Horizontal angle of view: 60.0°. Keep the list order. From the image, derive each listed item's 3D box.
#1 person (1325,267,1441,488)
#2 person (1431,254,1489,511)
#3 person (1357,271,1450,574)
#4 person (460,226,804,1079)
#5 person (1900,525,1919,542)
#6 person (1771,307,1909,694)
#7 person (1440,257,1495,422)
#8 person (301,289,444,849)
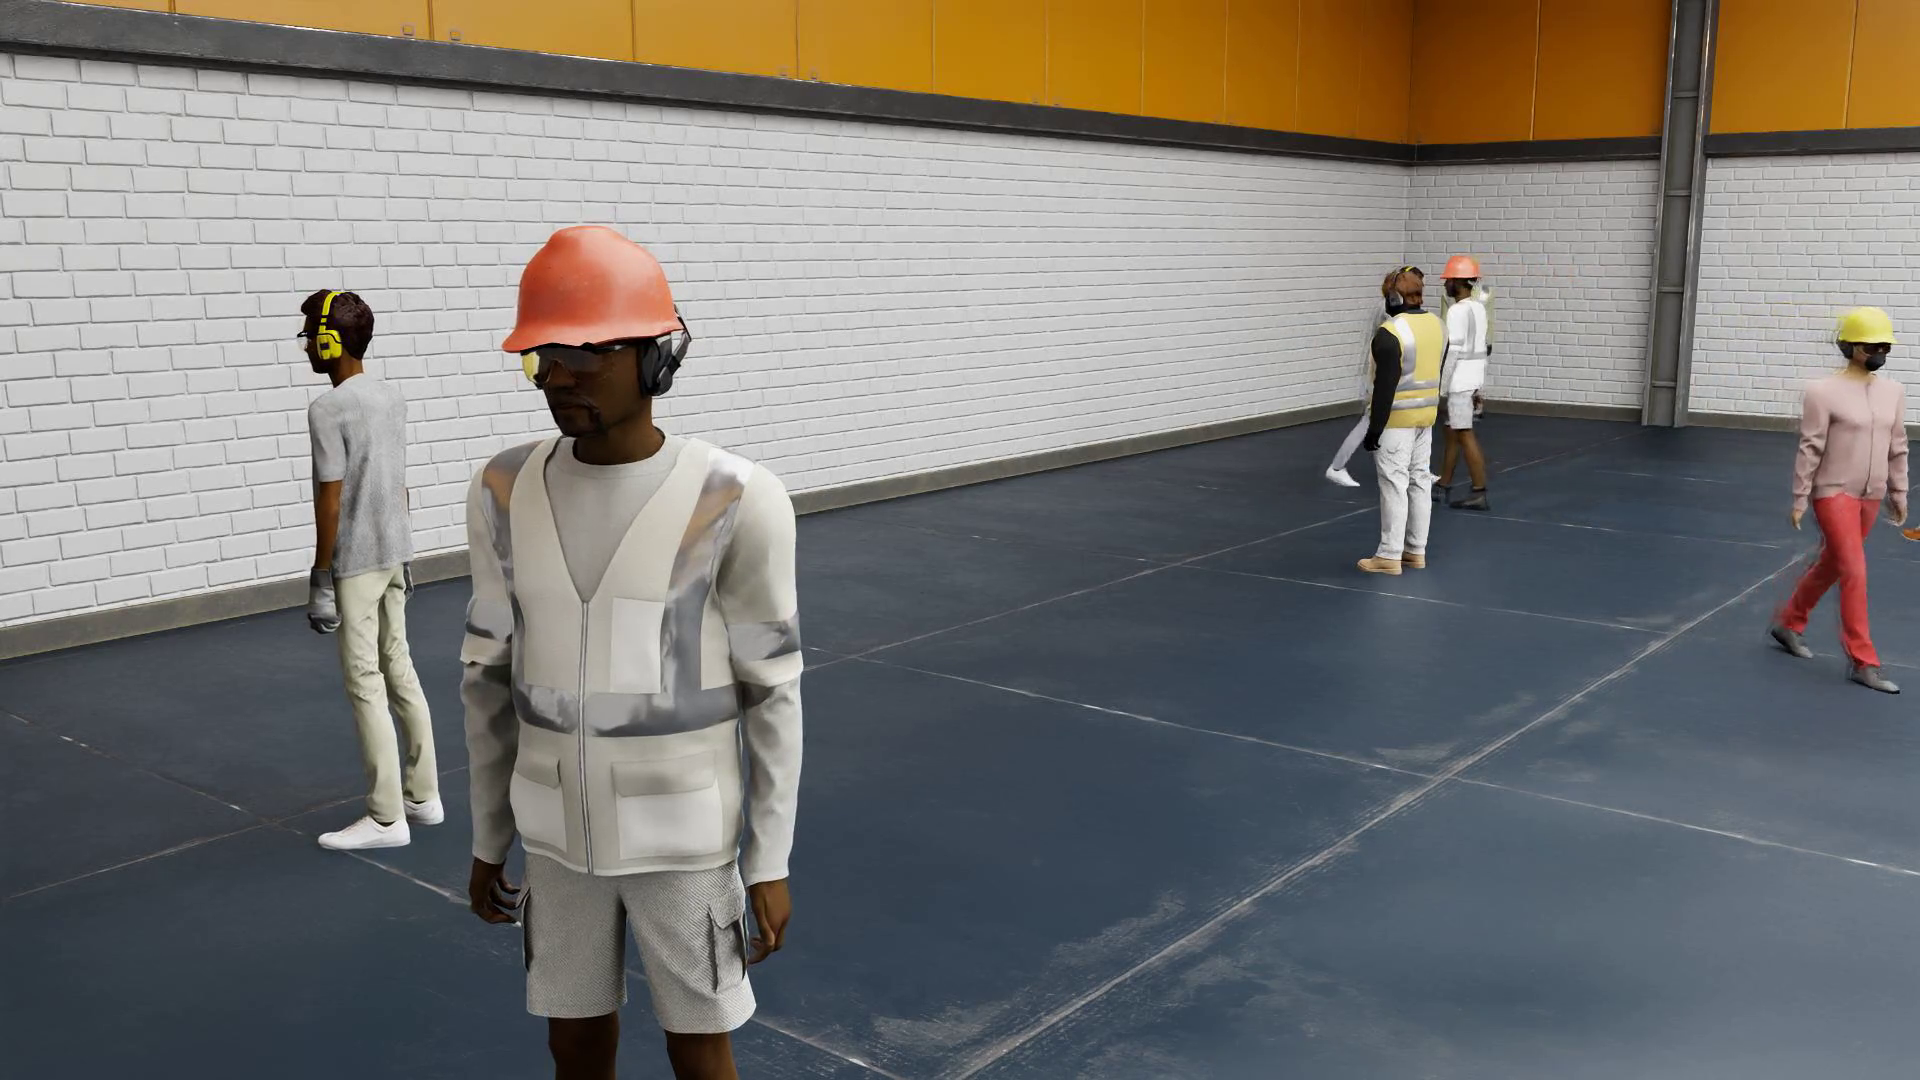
[{"bbox_3d":[3.484,-1.301,13.518,1.004,1.815,0.571,6,12,31],"label":"person"},{"bbox_3d":[3.750,-1.179,12.540,0.545,1.936,0.556,6,12,32],"label":"person"},{"bbox_3d":[2.679,-0.710,10.137,0.619,1.838,0.430,-9,13,-40],"label":"person"},{"bbox_3d":[-0.579,0.501,2.849,0.615,2.042,0.375,3,11,15],"label":"person"},{"bbox_3d":[6.700,-0.868,10.803,0.631,1.915,0.890,-5,11,-26],"label":"person"},{"bbox_3d":[4.132,-0.225,7.756,0.532,1.724,0.884,-3,11,-15],"label":"person"},{"bbox_3d":[5.671,-2.239,18.613,0.595,1.832,0.403,4,11,21],"label":"person"},{"bbox_3d":[-1.991,0.099,5.582,0.331,1.864,0.509,2,10,11],"label":"person"}]
